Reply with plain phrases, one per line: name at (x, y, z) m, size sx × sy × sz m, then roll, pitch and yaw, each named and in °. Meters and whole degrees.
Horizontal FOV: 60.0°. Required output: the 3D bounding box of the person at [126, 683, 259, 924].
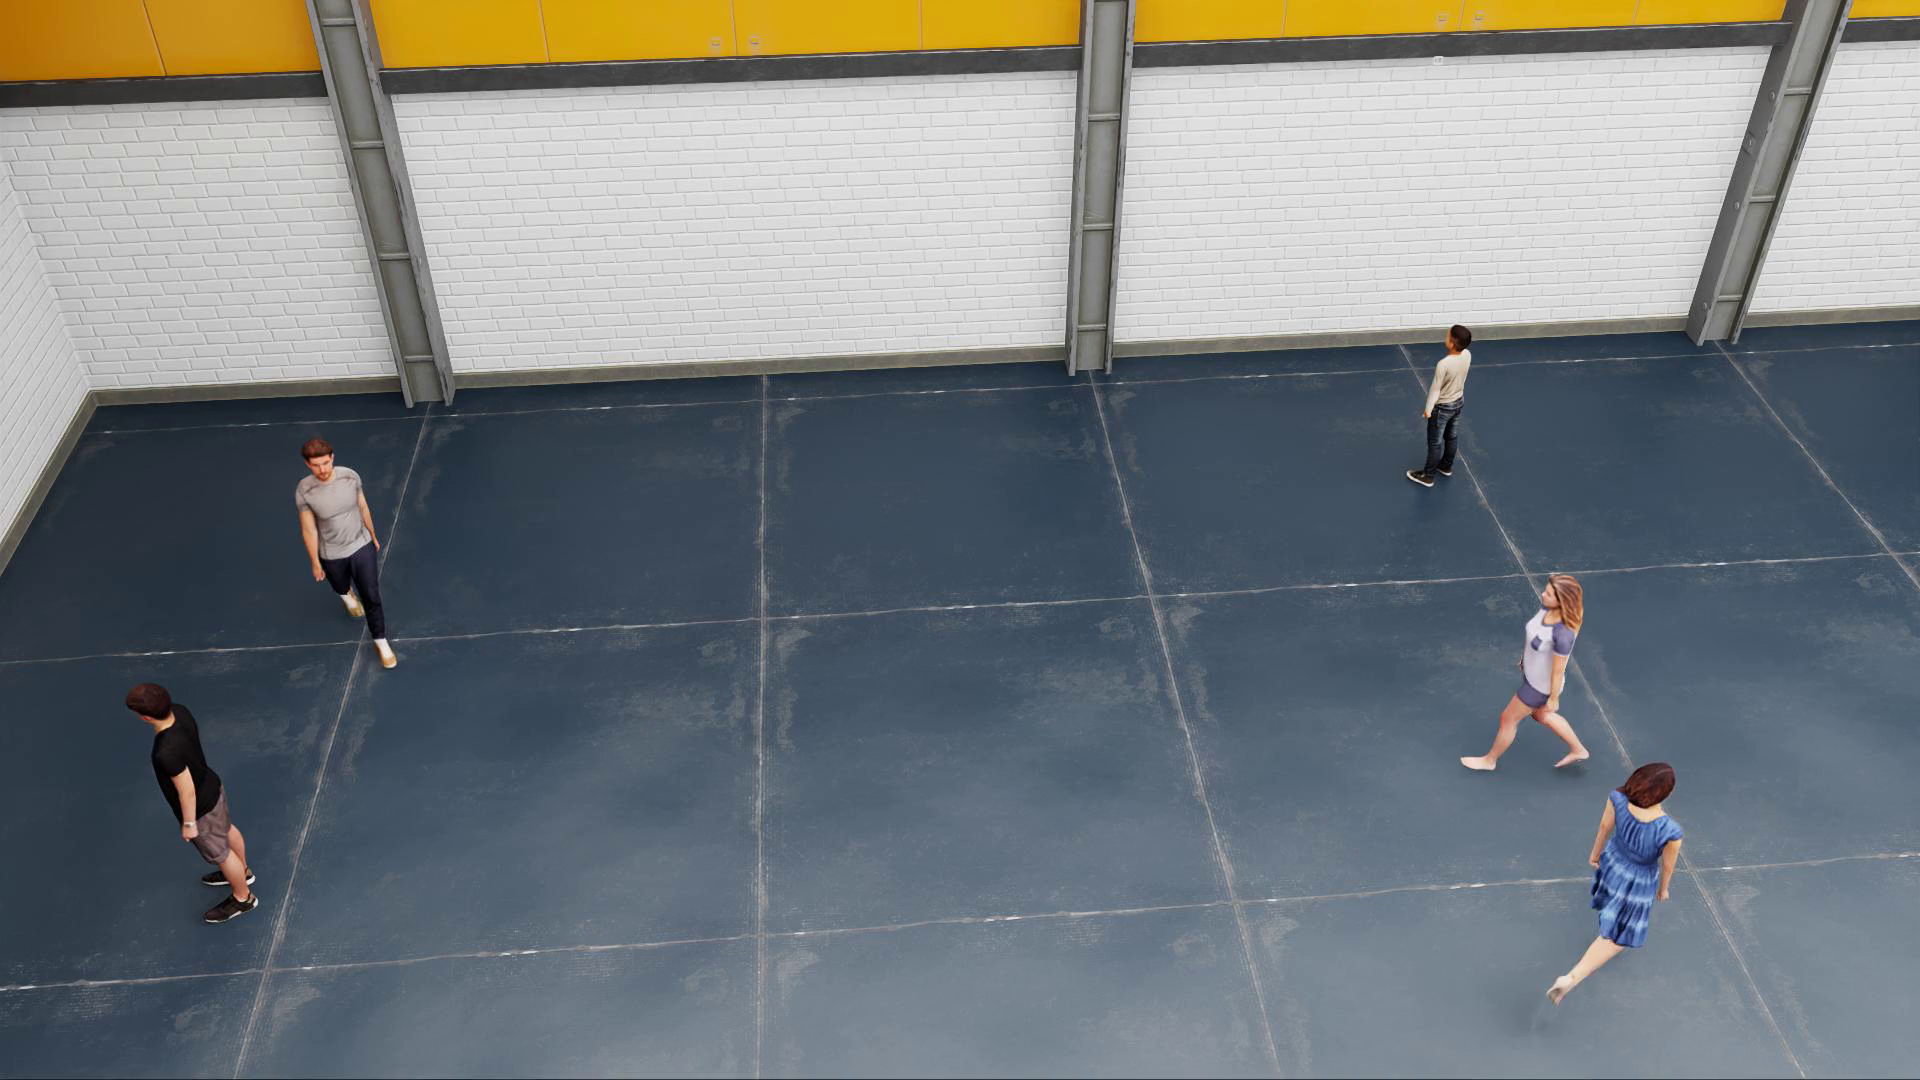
person at (-4.590, 1.543, 10.015) m, size 0.658 × 1.860 × 0.726 m, roll -10°, pitch 40°, yaw -13°

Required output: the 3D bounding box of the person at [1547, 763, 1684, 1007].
person at (3.759, 1.999, 9.508) m, size 1.183 × 1.780 × 0.968 m, roll -22°, pitch 43°, yaw -25°

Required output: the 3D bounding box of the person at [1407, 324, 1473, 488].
person at (4.002, -1.112, 13.661) m, size 0.580 × 1.459 × 0.673 m, roll -26°, pitch 45°, yaw -29°

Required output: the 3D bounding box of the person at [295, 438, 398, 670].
person at (-4.448, 0.002, 11.943) m, size 1.187 × 1.863 × 1.033 m, roll -19°, pitch 42°, yaw -22°

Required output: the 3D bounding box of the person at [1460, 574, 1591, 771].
person at (3.908, 0.930, 10.915) m, size 1.118 × 1.695 × 0.757 m, roll 6°, pitch 39°, yaw 7°
